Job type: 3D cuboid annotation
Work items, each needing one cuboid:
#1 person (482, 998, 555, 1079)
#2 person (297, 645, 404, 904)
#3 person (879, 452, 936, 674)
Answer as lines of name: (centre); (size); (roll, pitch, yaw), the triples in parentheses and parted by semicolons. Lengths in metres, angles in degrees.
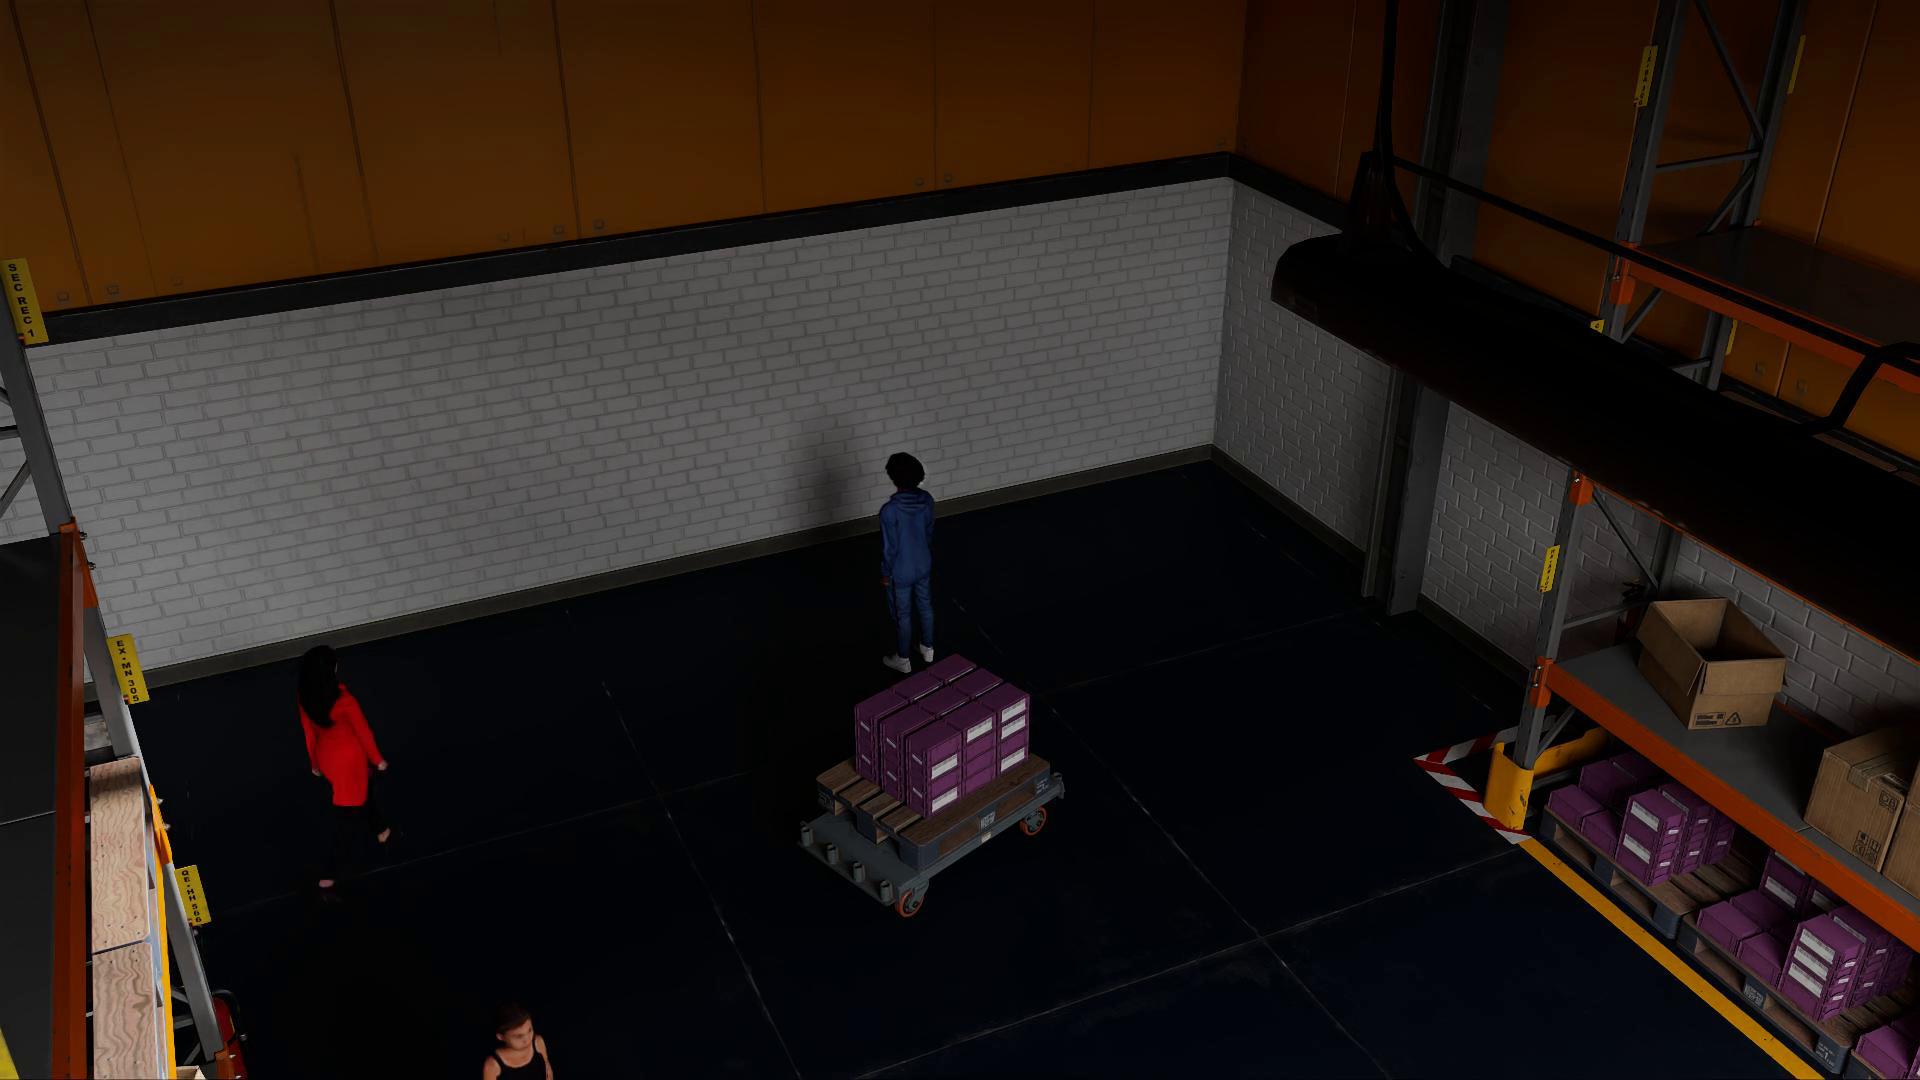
person: (-2.155, 2.851, 8.089); (0.686, 1.550, 0.929); (-25, 37, -37)
person: (-3.896, 1.484, 10.426); (1.093, 1.711, 1.119); (12, 31, 20)
person: (-0.404, 0.168, 12.736); (0.730, 1.809, 0.652); (-22, 36, -35)
